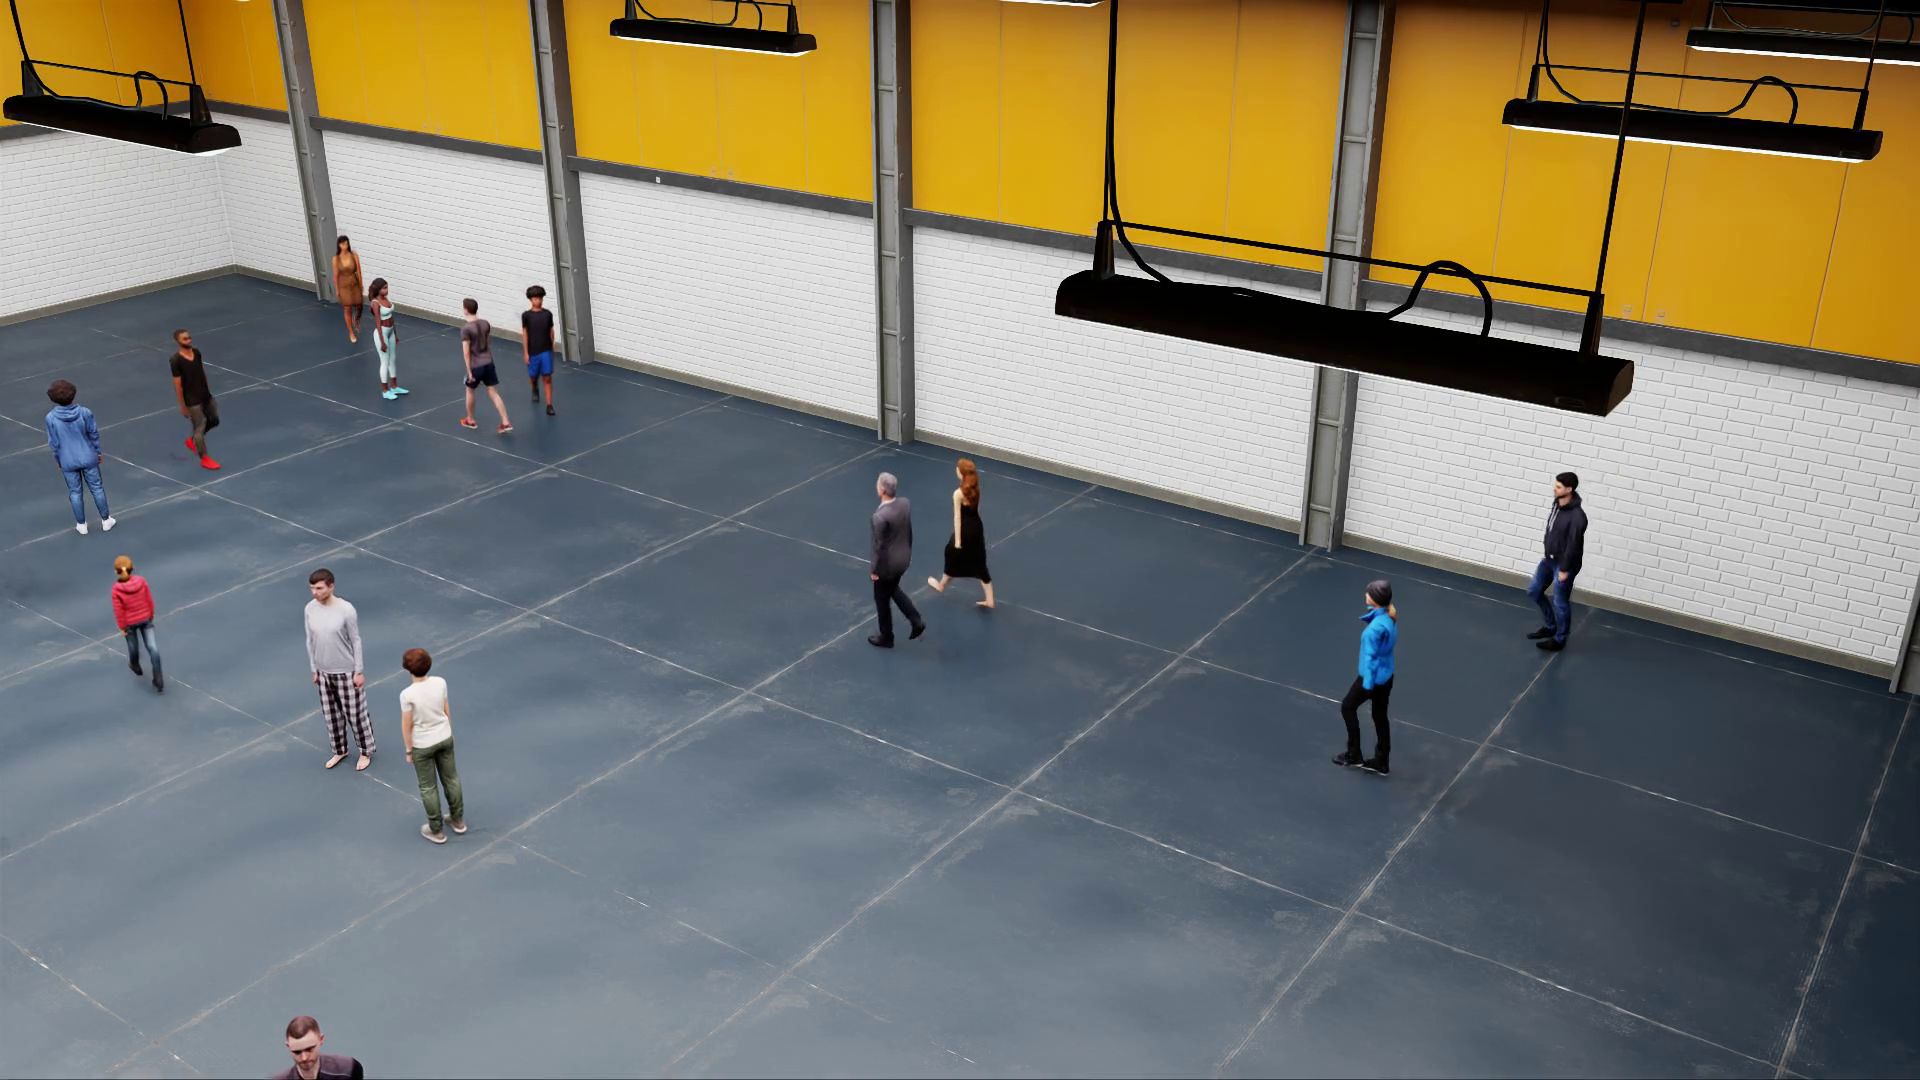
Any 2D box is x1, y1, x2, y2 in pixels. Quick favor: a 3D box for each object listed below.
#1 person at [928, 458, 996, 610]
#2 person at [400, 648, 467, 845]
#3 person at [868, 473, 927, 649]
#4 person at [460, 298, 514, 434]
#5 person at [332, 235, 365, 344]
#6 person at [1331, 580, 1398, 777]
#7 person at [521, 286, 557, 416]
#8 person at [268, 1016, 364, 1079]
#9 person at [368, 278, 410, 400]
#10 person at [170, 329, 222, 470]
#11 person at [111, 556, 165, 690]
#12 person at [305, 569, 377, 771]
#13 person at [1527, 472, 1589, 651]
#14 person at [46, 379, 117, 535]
[{"bbox_3d":[0.150,-0.022,16.984,1.113,1.577,0.692,20,30,37],"label":"person"},{"bbox_3d":[-4.174,1.610,13.157,0.589,1.653,0.592,-21,31,-40],"label":"person"},{"bbox_3d":[-0.615,0.225,16.112,0.848,1.824,0.764,14,27,28],"label":"person"},{"bbox_3d":[-6.215,-2.242,21.768,1.174,1.814,0.692,18,29,35],"label":"person"},{"bbox_3d":[-9.473,-3.897,25.734,0.739,1.671,0.829,-13,27,-27],"label":"person"},{"bbox_3d":[3.572,1.189,13.961,0.711,1.780,0.636,18,29,36],"label":"person"},{"bbox_3d":[-5.745,-2.601,22.635,0.952,1.778,1.092,-9,25,-19],"label":"person"},{"bbox_3d":[-3.438,3.325,8.998,0.771,1.842,0.762,-11,26,-25],"label":"person"},{"bbox_3d":[-8.028,-2.827,23.221,0.662,1.723,0.648,4,24,9],"label":"person"},{"bbox_3d":[-9.590,-1.769,20.713,0.888,1.794,0.794,8,25,17],"label":"person"},{"bbox_3d":[-7.633,0.789,15.496,0.674,1.284,0.973,-19,30,-37],"label":"person"},{"bbox_3d":[-5.280,1.083,14.121,0.628,1.847,0.762,4,24,9],"label":"person"},{"bbox_3d":[5.906,0.206,16.092,0.863,1.876,0.816,-2,24,-5],"label":"person"},{"bbox_3d":[-9.980,-0.951,18.818,0.765,1.812,0.762,-11,26,-23],"label":"person"}]
